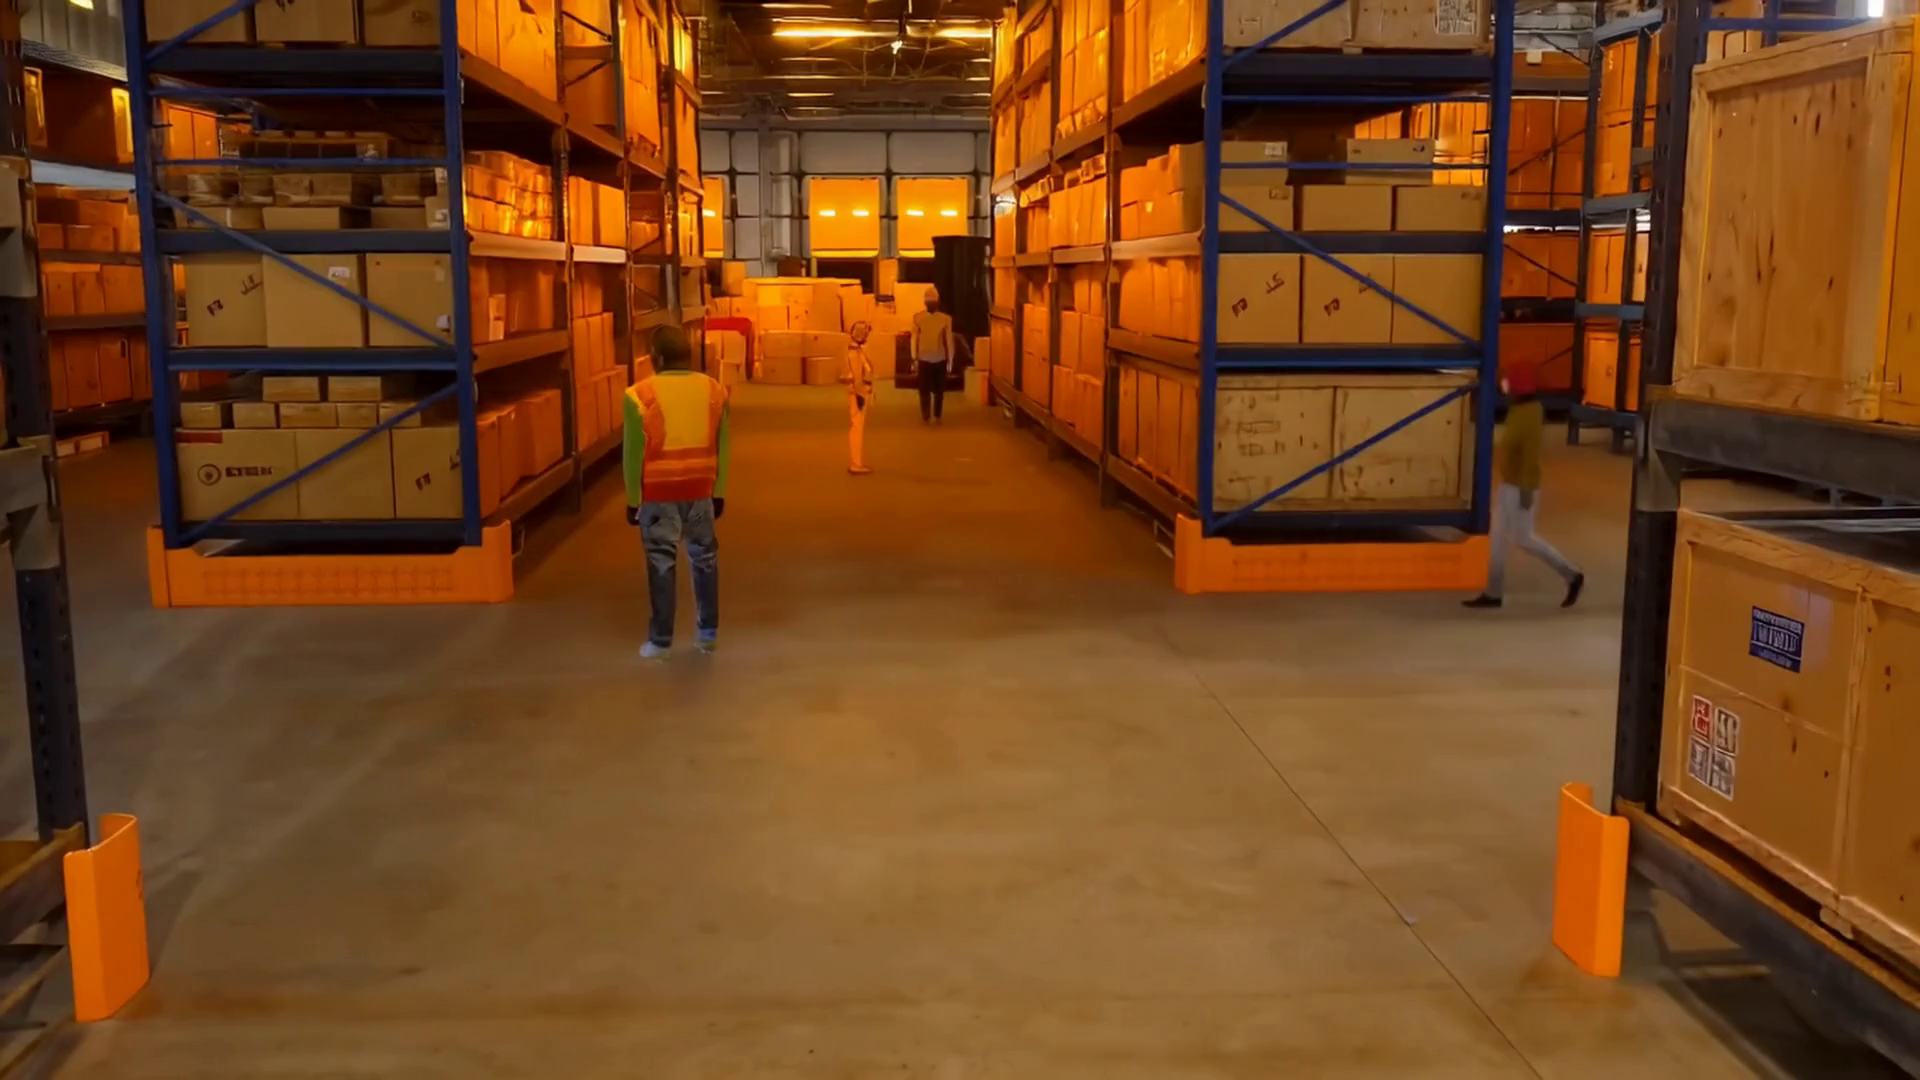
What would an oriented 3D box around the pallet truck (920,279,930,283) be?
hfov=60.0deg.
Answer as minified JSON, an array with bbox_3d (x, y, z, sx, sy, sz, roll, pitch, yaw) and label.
[{"bbox_3d":[-0.932,-8.922,63.114,1.885,1.965,0.823,2,9,13],"label":"pallet truck"}]

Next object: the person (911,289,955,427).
[{"bbox_3d":[-0.382,-2.583,23.537,0.619,1.940,1.056,0,9,-1],"label":"person"}]

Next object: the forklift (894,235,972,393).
[{"bbox_3d":[-0.175,-4.124,30.223,1.873,2.768,1.129,-6,11,-33],"label":"forklift"}]

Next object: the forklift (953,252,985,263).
[{"bbox_3d":[0.278,-7.332,50.367,1.129,2.768,1.873,-2,9,-10],"label":"forklift"}]

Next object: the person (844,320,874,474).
[{"bbox_3d":[-1.082,-1.525,17.797,0.308,1.639,0.510,0,9,-3],"label":"person"}]

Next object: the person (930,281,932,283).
[{"bbox_3d":[-1.060,-9.080,64.443,0.986,1.901,0.564,3,9,16],"label":"person"}]

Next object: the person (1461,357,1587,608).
[{"bbox_3d":[3.588,-0.345,10.476,0.696,1.608,0.508,0,9,-1],"label":"person"}]

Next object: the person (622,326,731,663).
[{"bbox_3d":[-1.570,-0.248,9.143,0.627,1.844,0.429,-6,11,-34],"label":"person"}]
